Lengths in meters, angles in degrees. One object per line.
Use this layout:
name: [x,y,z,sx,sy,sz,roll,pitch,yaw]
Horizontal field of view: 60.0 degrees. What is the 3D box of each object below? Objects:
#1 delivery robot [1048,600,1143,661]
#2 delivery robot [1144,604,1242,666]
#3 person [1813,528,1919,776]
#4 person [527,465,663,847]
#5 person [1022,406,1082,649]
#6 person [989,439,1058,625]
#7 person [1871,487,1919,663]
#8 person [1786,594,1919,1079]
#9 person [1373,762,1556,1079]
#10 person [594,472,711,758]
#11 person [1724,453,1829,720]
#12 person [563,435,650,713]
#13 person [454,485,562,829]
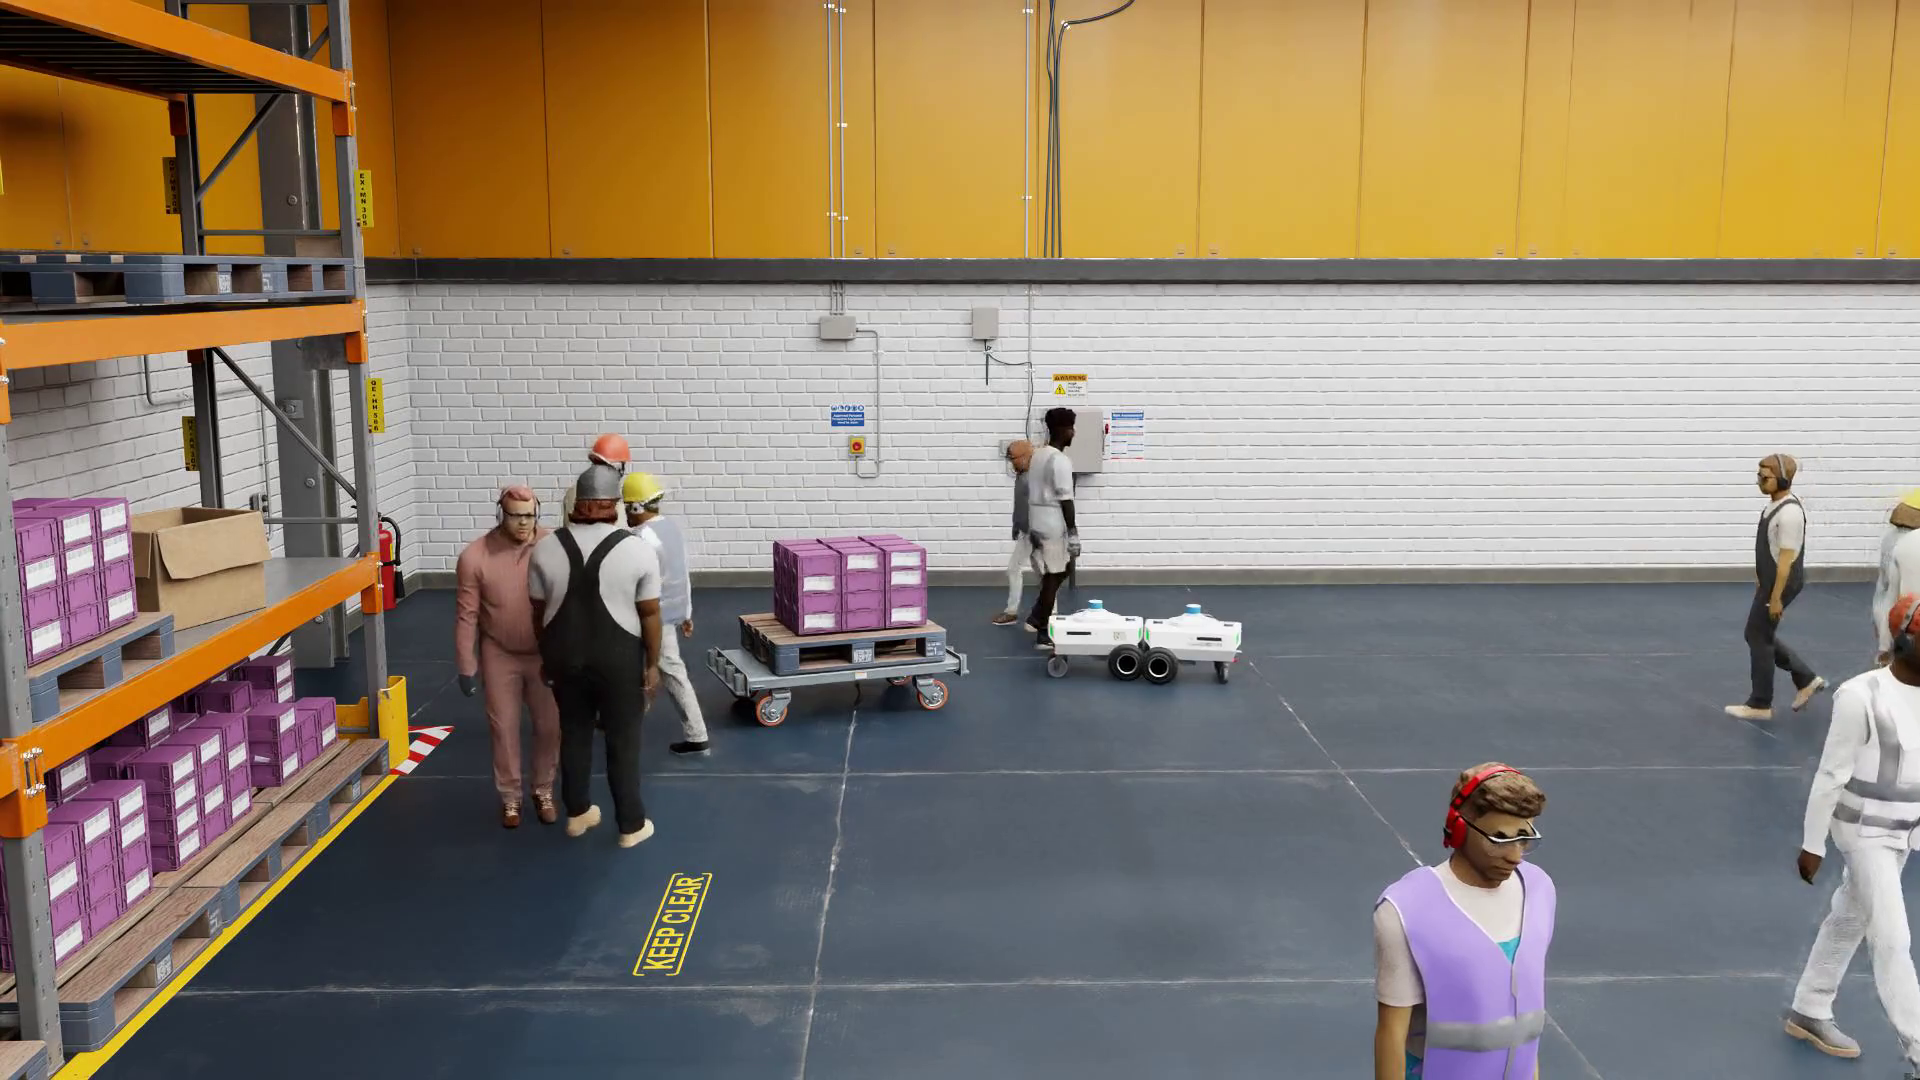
delivery robot: [1.010,0.693,12.434,0.707,0.478,0.477,1,9,4]
delivery robot: [1.722,0.720,12.270,0.707,0.478,0.477,2,9,10]
person: [5.299,0.601,9.252,1.014,1.893,0.620,0,9,0]
person: [-1.893,0.588,8.821,0.704,2.000,0.591,1,9,4]
person: [0.757,-0.092,13.268,0.416,1.948,0.620,-2,10,-13]
person: [0.528,-0.060,14.110,0.689,1.593,0.595,-1,9,-3]
person: [5.806,0.513,10.259,0.406,1.720,0.496,2,9,12]
person: [3.502,1.126,6.124,0.605,1.837,0.949,-5,10,-27]
person: [1.258,1.442,4.204,0.563,1.837,0.389,-6,11,-31]
person: [-1.961,0.465,10.354,0.912,1.782,0.596,2,9,13]
person: [5.488,0.325,11.096,0.530,1.824,0.535,4,10,21]
person: [-2.445,0.283,11.071,0.618,1.936,0.718,5,11,28]
person: [-2.375,0.638,8.982,0.682,1.882,0.501,-4,10,-21]
